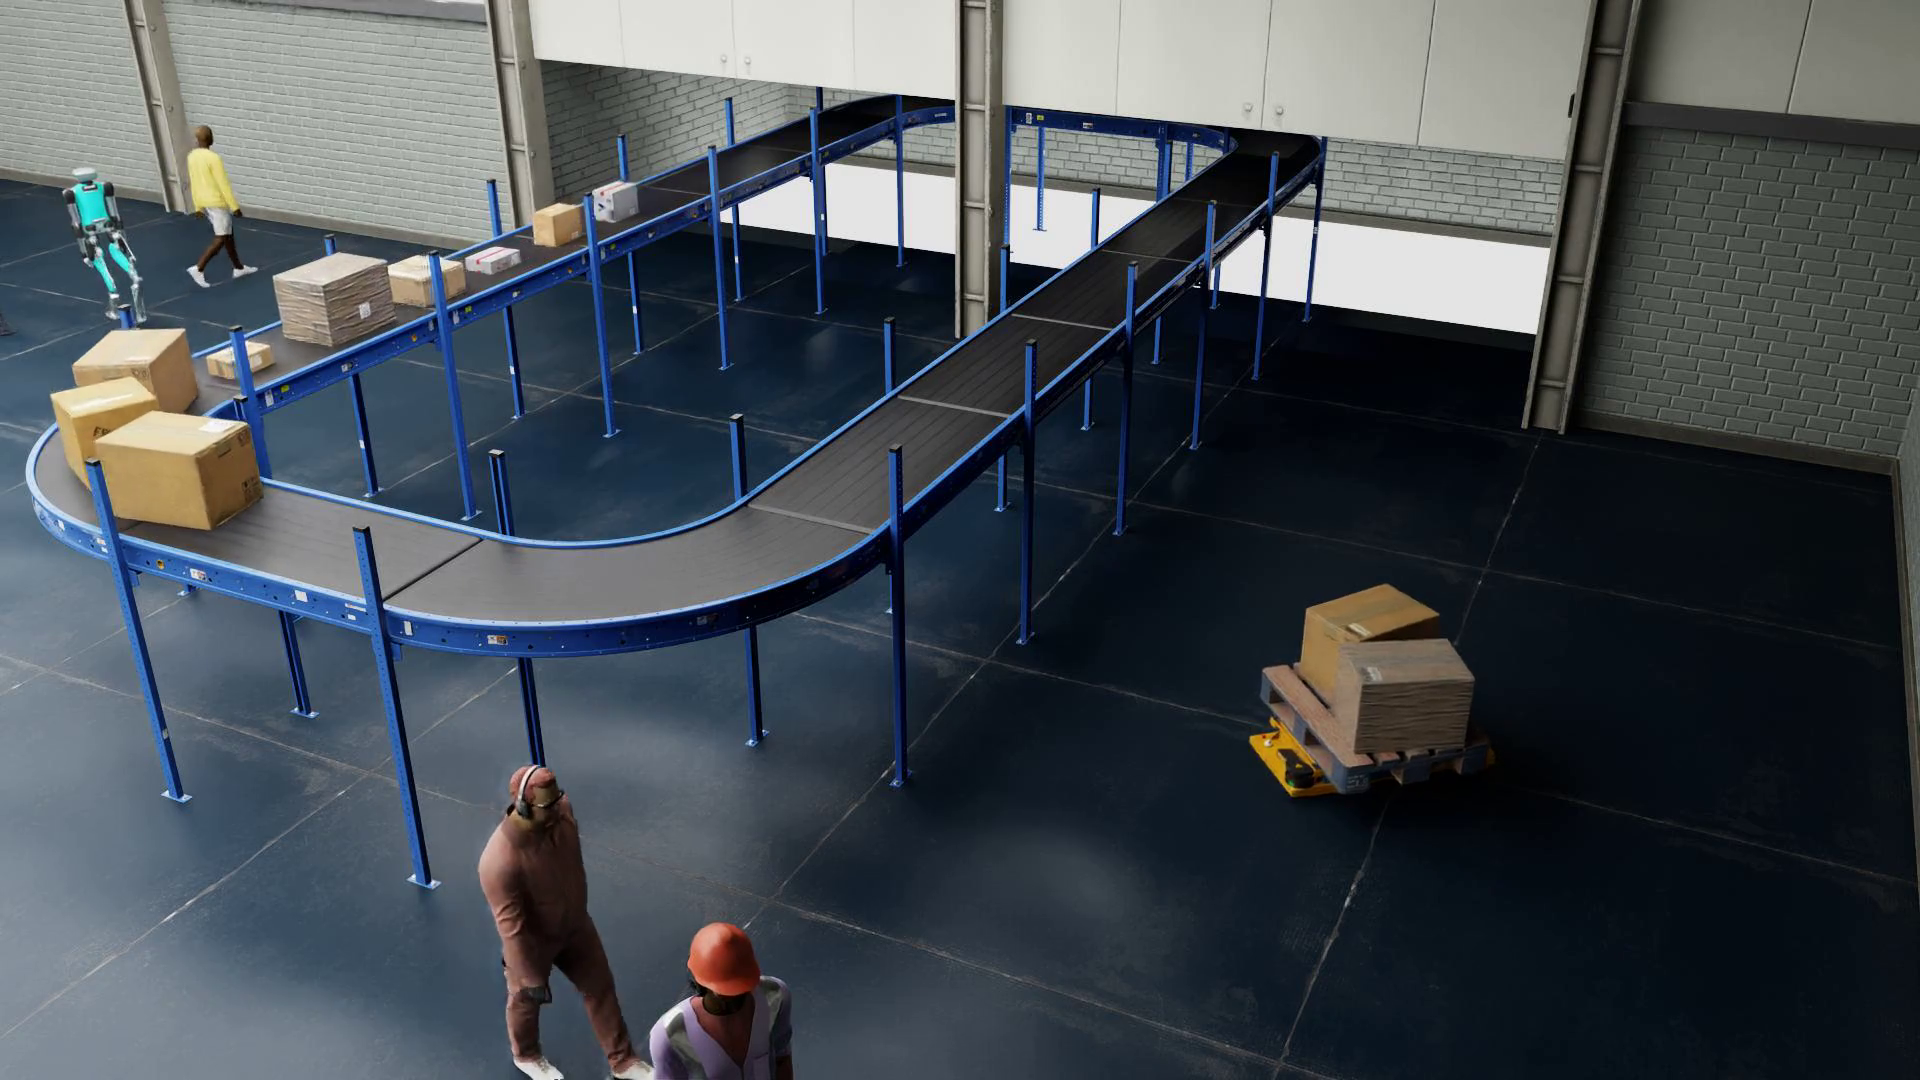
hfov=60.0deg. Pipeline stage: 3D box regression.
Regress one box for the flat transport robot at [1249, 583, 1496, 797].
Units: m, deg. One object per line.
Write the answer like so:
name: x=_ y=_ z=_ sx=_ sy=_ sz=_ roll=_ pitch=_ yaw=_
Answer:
flat transport robot: x=2.670 y=1.318 z=10.820 sx=1.431 sy=0.231 sz=0.659 roll=-7 pitch=27 yaw=-14

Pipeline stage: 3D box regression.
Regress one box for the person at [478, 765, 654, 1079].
person: x=-1.856 y=1.889 z=7.868 sx=0.917 sy=1.866 sz=0.667 roll=11 pitch=28 yaw=21

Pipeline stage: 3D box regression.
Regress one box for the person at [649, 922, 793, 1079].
person: x=-0.906 y=2.379 z=6.688 sx=0.606 sy=2.047 sz=0.365 roll=-18 pitch=32 yaw=-32

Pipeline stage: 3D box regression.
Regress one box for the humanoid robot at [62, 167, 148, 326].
humanoid robot: x=-9.259 y=-3.143 z=18.201 sx=0.981 sy=1.768 sz=0.530 roll=21 pitch=33 yaw=36

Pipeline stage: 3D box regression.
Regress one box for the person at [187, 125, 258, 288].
person: x=-8.844 y=-3.938 z=19.621 sx=0.541 sy=1.867 sz=0.872 roll=17 pitch=31 yaw=31

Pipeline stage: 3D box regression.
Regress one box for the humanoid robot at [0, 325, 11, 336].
humanoid robot: x=-10.683 y=-3.020 z=17.977 sx=0.608 sy=1.644 sz=0.375 roll=20 pitch=33 yaw=35
